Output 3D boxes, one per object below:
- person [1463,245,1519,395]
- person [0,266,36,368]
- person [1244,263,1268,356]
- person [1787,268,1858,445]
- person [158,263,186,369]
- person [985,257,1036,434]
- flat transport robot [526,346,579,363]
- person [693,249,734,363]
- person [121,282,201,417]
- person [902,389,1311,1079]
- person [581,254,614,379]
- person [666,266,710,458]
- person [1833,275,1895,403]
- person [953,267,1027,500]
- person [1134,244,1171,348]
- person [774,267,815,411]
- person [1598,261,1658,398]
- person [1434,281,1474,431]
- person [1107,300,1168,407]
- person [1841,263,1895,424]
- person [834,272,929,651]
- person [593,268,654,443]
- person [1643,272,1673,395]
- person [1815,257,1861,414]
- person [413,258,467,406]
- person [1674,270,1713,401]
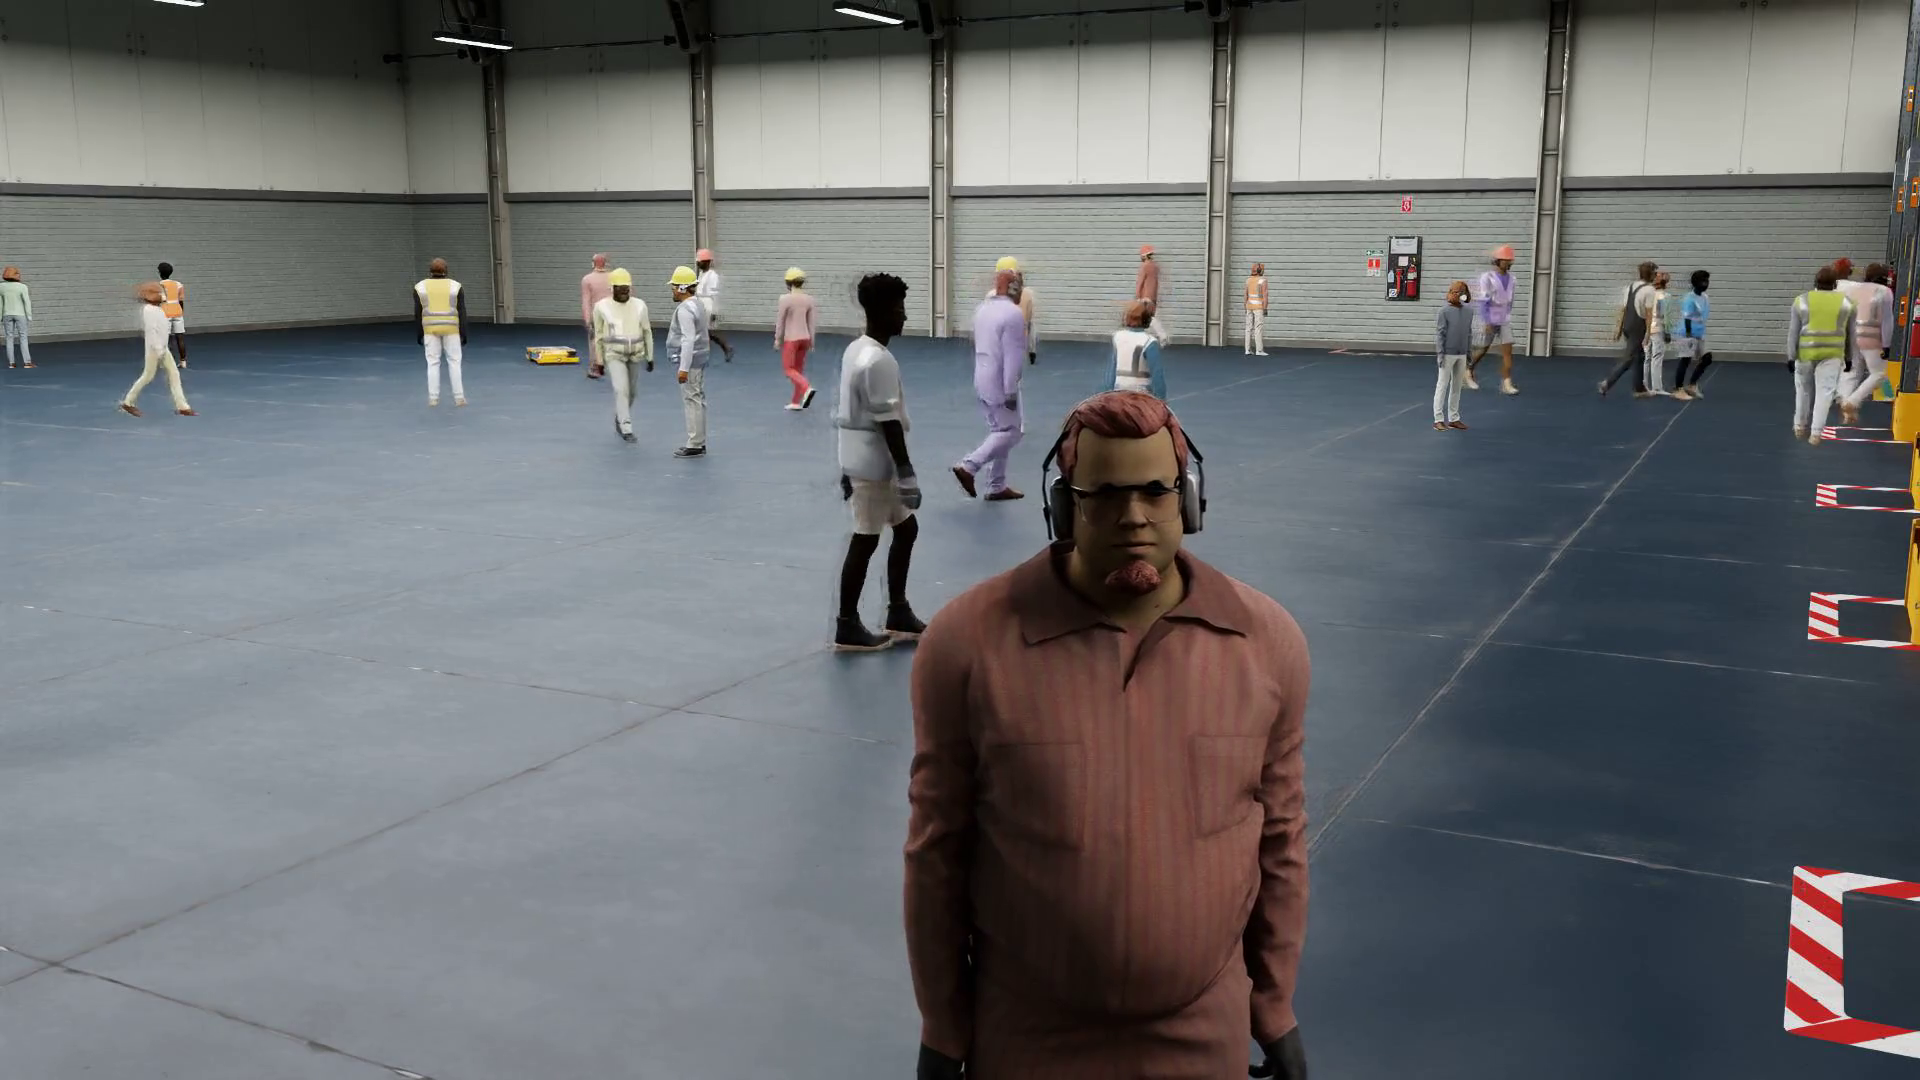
[{"bbox_3d":[7.248,-2.995,22.595,0.605,2.007,1.002,-4,11,-19],"label":"person"},{"bbox_3d":[-15.241,-3.591,26.826,0.506,1.632,0.268,-1,10,-7],"label":"person"},{"bbox_3d":[5.250,-4.083,29.501,0.314,1.636,0.515,-8,13,-37],"label":"person"},{"bbox_3d":[8.891,-1.903,17.190,0.644,1.785,0.977,4,11,23],"label":"person"},{"bbox_3d":[-12.611,-3.567,26.524,0.318,1.697,0.533,6,12,32],"label":"person"},{"bbox_3d":[0.462,-2.111,18.054,0.610,1.887,0.915,-7,13,-34],"label":"person"},{"bbox_3d":[-6.890,-3.137,28.066,0.652,0.197,1.431,-4,11,-23],"label":"flat transport robot"},{"bbox_3d":[-4.056,-3.767,27.024,0.777,1.916,0.555,-6,12,-30],"label":"person"},{"bbox_3d":[-9.477,-2.233,19.546,0.850,1.602,0.505,-1,10,-6],"label":"person"},{"bbox_3d":[0.235,0.723,2.557,0.638,1.908,0.408,-1,10,-8],"label":"person"},{"bbox_3d":[-5.248,-3.281,24.521,0.662,1.867,0.977,-7,12,-32],"label":"person"},{"bbox_3d":[-2.614,-1.703,15.985,0.404,1.834,0.591,1,10,4],"label":"person"},{"bbox_3d":[11.564,-2.580,21.097,0.923,1.721,0.527,6,12,31],"label":"person"},{"bbox_3d":[0.247,-1.224,13.243,0.590,1.880,0.679,-5,11,-23],"label":"person"},{"bbox_3d":[3.580,-4.590,31.398,0.945,1.965,0.615,6,12,28],"label":"person"},{"bbox_3d":[-1.943,-2.414,20.072,0.583,1.747,0.528,9,14,42],"label":"person"},{"bbox_3d":[8.726,-2.721,21.648,0.870,1.808,0.563,-2,11,-13],"label":"person"},{"bbox_3d":[5.424,-2.016,18.234,0.498,1.634,0.280,-5,12,-27],"label":"person"},{"bbox_3d":[1.485,-1.104,13.298,0.762,1.605,0.541,-6,12,-31],"label":"person"},{"bbox_3d":[10.128,-2.183,18.621,0.434,1.823,0.690,-5,11,-23],"label":"person"},{"bbox_3d":[-0.330,-0.384,8.484,0.739,1.936,0.617,-2,11,-12],"label":"person"},{"bbox_3d":[-3.523,-1.940,17.382,0.597,1.807,0.829,-6,12,-30],"label":"person"},{"bbox_3d":[9.305,-2.754,22.239,0.313,1.642,0.513,-3,11,-16],"label":"person"},{"bbox_3d":[10.504,-2.439,19.893,0.602,1.868,0.423,5,12,27],"label":"person"},{"bbox_3d":[-6.499,-2.601,20.860,0.634,1.841,0.429,-2,11,-13],"label":"person"},{"bbox_3d":[9.449,-2.620,21.375,0.564,1.676,0.444,-9,14,-40],"label":"person"}]
